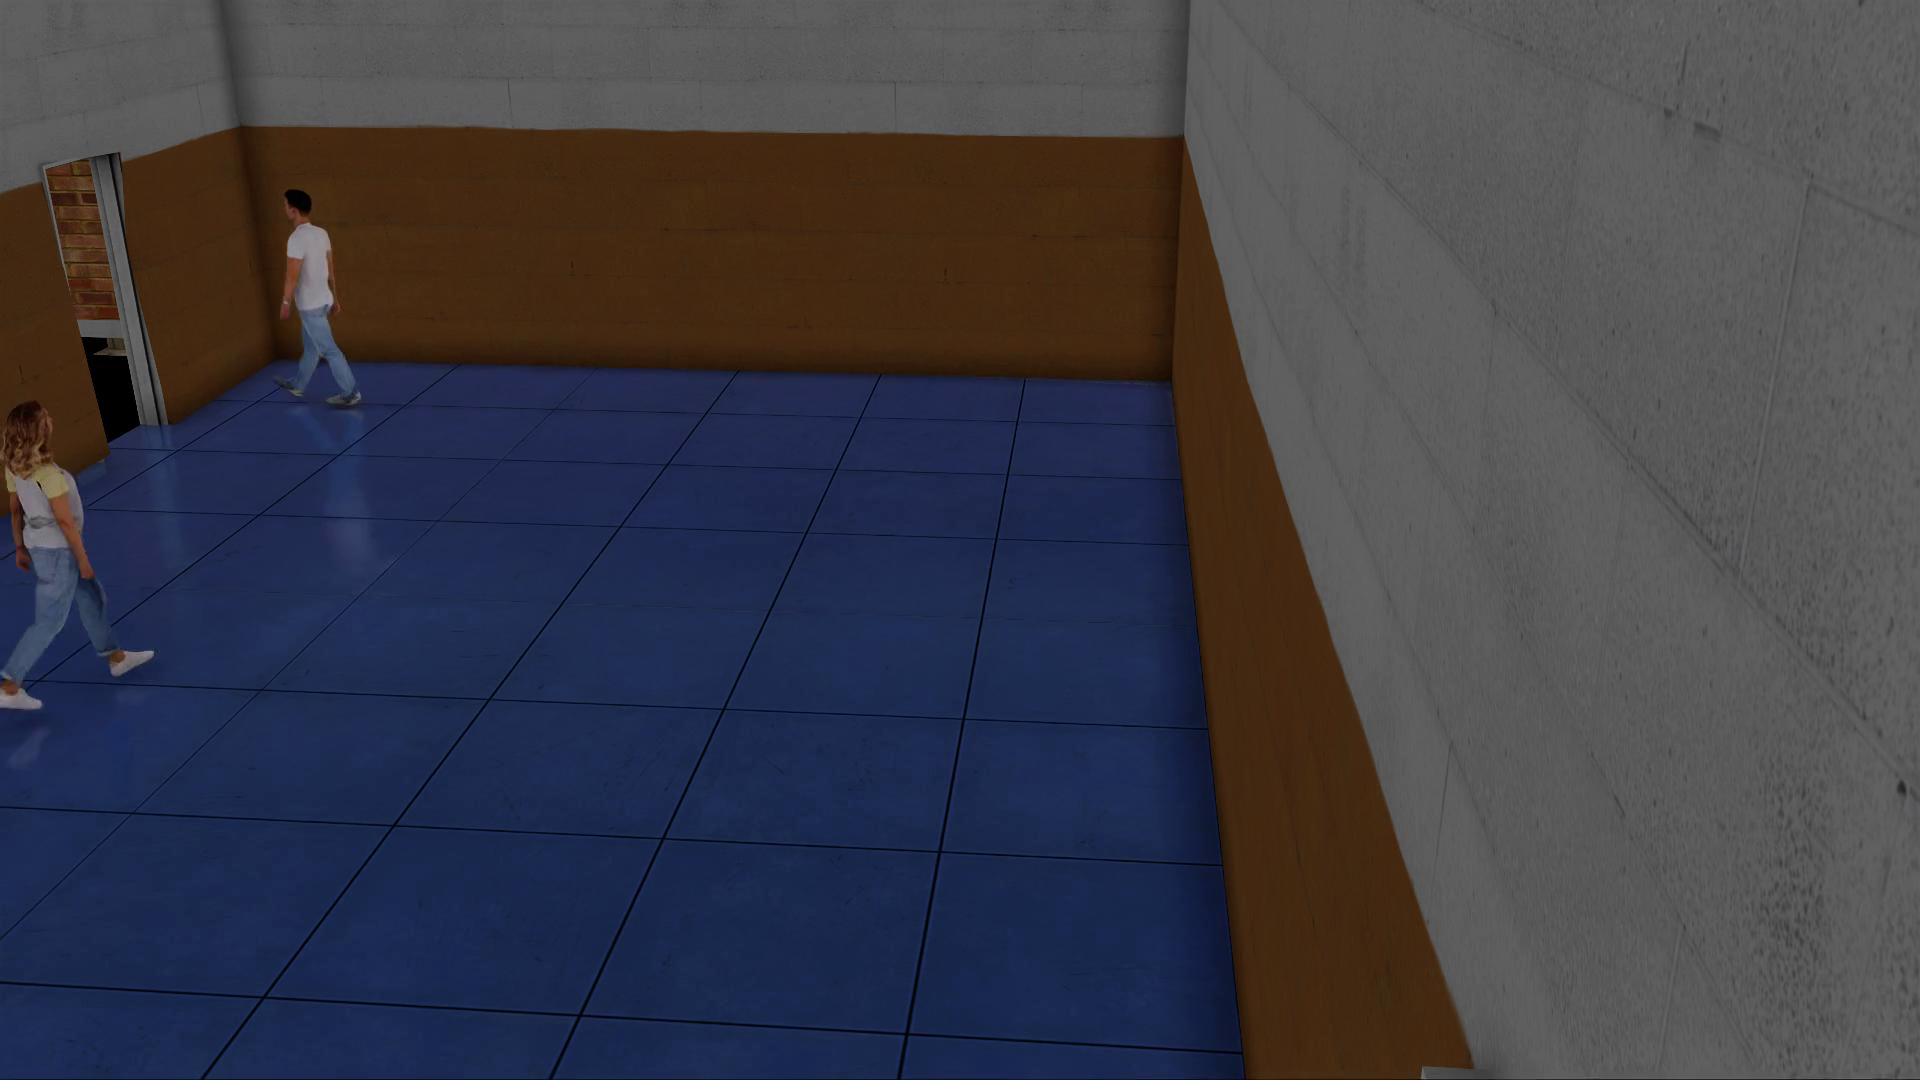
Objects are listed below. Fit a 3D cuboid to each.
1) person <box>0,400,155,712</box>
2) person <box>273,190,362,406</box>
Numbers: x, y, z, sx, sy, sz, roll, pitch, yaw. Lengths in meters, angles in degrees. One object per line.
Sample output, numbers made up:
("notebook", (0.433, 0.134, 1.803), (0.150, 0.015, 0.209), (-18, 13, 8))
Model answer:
("person", (-4.955, 0.129, 8.941), (1.193, 1.683, 1.076), (14, 26, 31))
("person", (-5.391, -2.004, 14.086), (1.091, 1.822, 0.710), (3, 22, 7))
